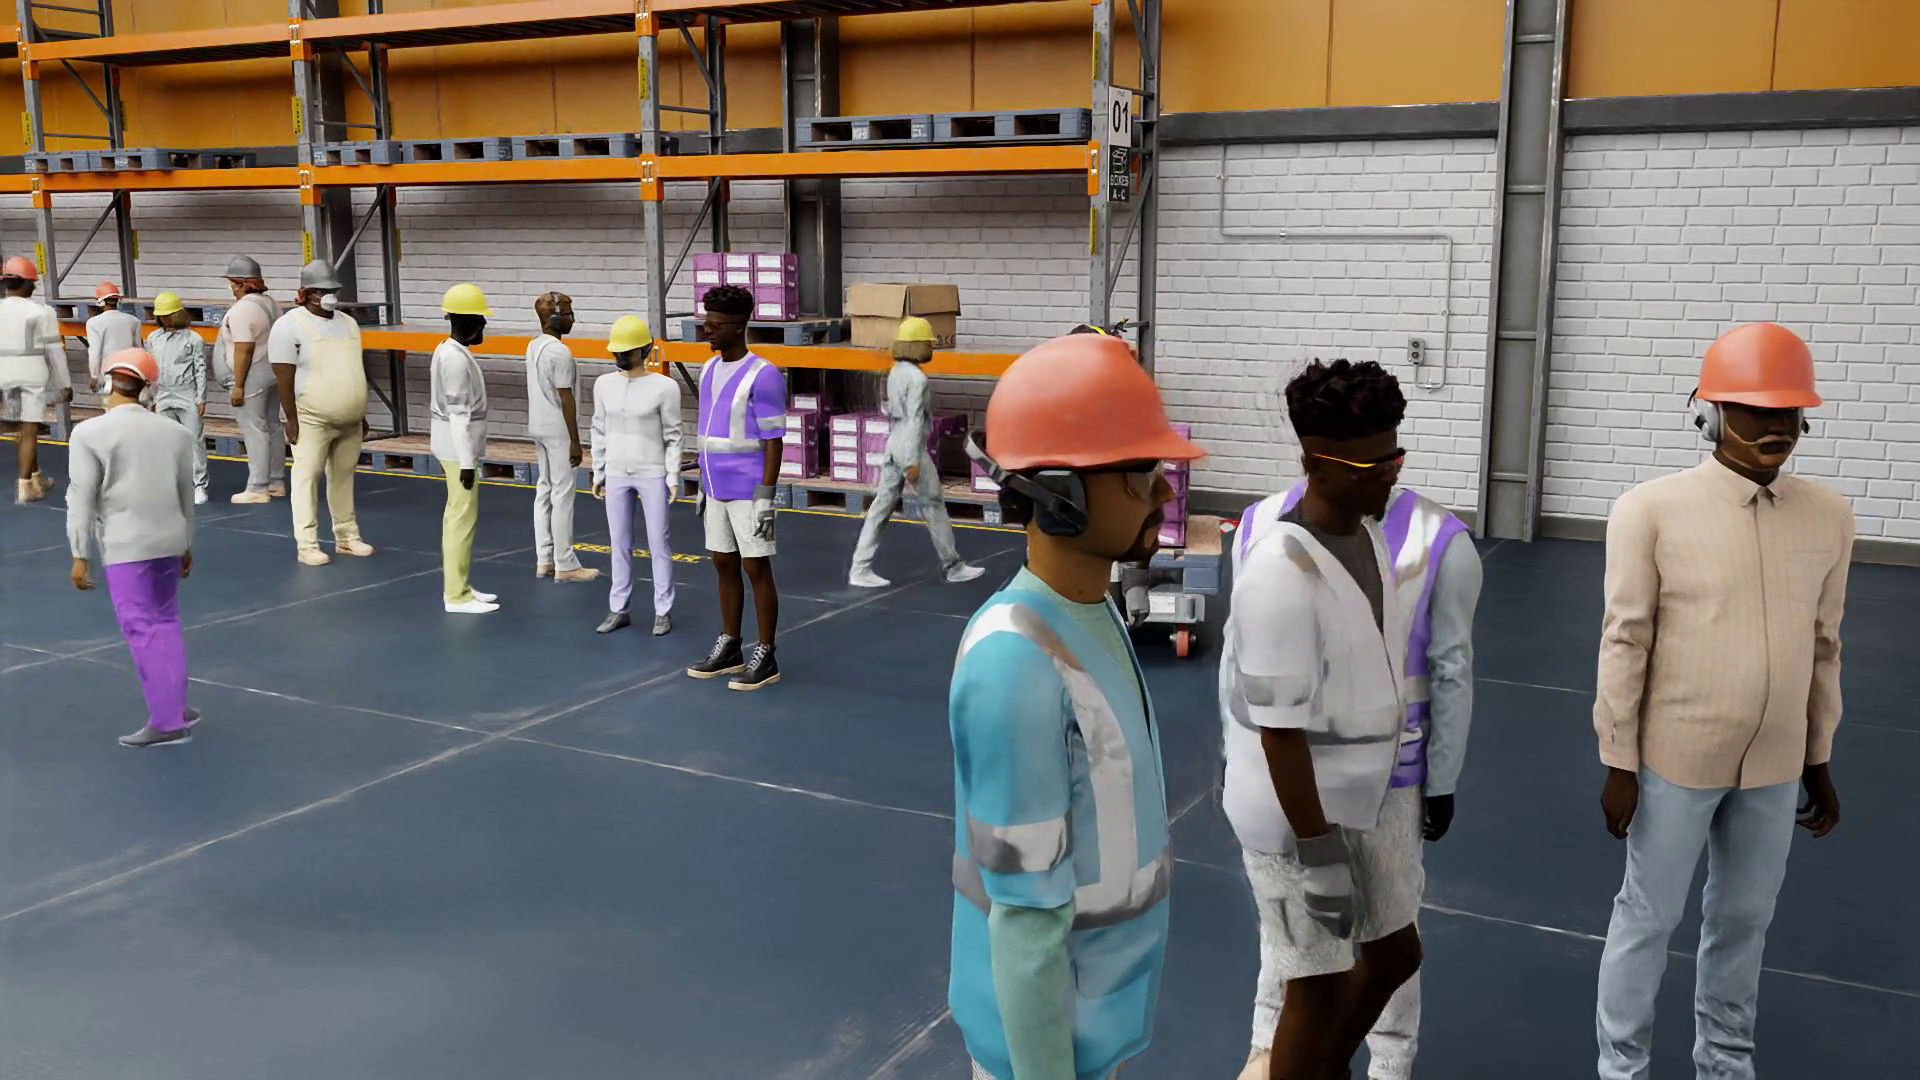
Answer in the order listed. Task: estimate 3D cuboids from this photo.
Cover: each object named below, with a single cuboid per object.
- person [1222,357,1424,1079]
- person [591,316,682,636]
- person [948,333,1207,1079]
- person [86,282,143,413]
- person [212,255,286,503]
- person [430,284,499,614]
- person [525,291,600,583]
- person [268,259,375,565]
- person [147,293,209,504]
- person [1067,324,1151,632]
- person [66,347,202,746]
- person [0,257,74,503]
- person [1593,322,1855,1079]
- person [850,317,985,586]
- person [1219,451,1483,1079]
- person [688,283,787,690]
[{"bbox_3d":[0.792,0.576,3.592,0.424,1.936,0.631,7,12,33],"label":"person"},{"bbox_3d":[-1.782,-0.344,9.135,0.522,1.761,0.327,2,11,12],"label":"person"},{"bbox_3d":[0.172,0.715,2.537,0.364,2.048,0.608,2,10,10],"label":"person"},{"bbox_3d":[-8.232,-1.632,16.205,0.341,1.750,0.567,6,12,29],"label":"person"},{"bbox_3d":[-5.890,-1.329,13.760,0.537,2.000,0.679,0,10,2],"label":"person"},{"bbox_3d":[-2.884,-0.528,9.719,0.398,1.920,0.588,-4,11,-19],"label":"person"},{"bbox_3d":[-2.552,-0.650,10.569,0.335,1.845,0.513,-8,13,-39],"label":"person"},{"bbox_3d":[-4.248,-0.868,11.228,0.536,2.000,0.683,6,12,29],"label":"person"},{"bbox_3d":[-6.408,-1.148,13.606,0.484,1.736,0.308,0,10,2],"label":"person"},{"bbox_3d":[0.504,0.131,6.229,0.309,1.868,0.535,-9,14,-40],"label":"person"},{"bbox_3d":[-3.541,0.031,7.221,0.457,1.706,0.610,4,11,22],"label":"person"},{"bbox_3d":[-7.755,-1.342,13.916,0.634,2.004,0.902,0,10,1],"label":"person"},{"bbox_3d":[1.766,0.498,3.869,0.612,1.995,0.376,-2,11,-10],"label":"person"},{"bbox_3d":[-0.304,-0.546,10.403,0.897,1.691,0.503,-5,11,-24],"label":"person"},{"bbox_3d":[0.927,0.539,4.093,0.629,1.835,0.429,6,12,31],"label":"person"},{"bbox_3d":[-1.091,-0.260,8.101,0.365,1.965,0.608,-10,14,-44],"label":"person"}]
